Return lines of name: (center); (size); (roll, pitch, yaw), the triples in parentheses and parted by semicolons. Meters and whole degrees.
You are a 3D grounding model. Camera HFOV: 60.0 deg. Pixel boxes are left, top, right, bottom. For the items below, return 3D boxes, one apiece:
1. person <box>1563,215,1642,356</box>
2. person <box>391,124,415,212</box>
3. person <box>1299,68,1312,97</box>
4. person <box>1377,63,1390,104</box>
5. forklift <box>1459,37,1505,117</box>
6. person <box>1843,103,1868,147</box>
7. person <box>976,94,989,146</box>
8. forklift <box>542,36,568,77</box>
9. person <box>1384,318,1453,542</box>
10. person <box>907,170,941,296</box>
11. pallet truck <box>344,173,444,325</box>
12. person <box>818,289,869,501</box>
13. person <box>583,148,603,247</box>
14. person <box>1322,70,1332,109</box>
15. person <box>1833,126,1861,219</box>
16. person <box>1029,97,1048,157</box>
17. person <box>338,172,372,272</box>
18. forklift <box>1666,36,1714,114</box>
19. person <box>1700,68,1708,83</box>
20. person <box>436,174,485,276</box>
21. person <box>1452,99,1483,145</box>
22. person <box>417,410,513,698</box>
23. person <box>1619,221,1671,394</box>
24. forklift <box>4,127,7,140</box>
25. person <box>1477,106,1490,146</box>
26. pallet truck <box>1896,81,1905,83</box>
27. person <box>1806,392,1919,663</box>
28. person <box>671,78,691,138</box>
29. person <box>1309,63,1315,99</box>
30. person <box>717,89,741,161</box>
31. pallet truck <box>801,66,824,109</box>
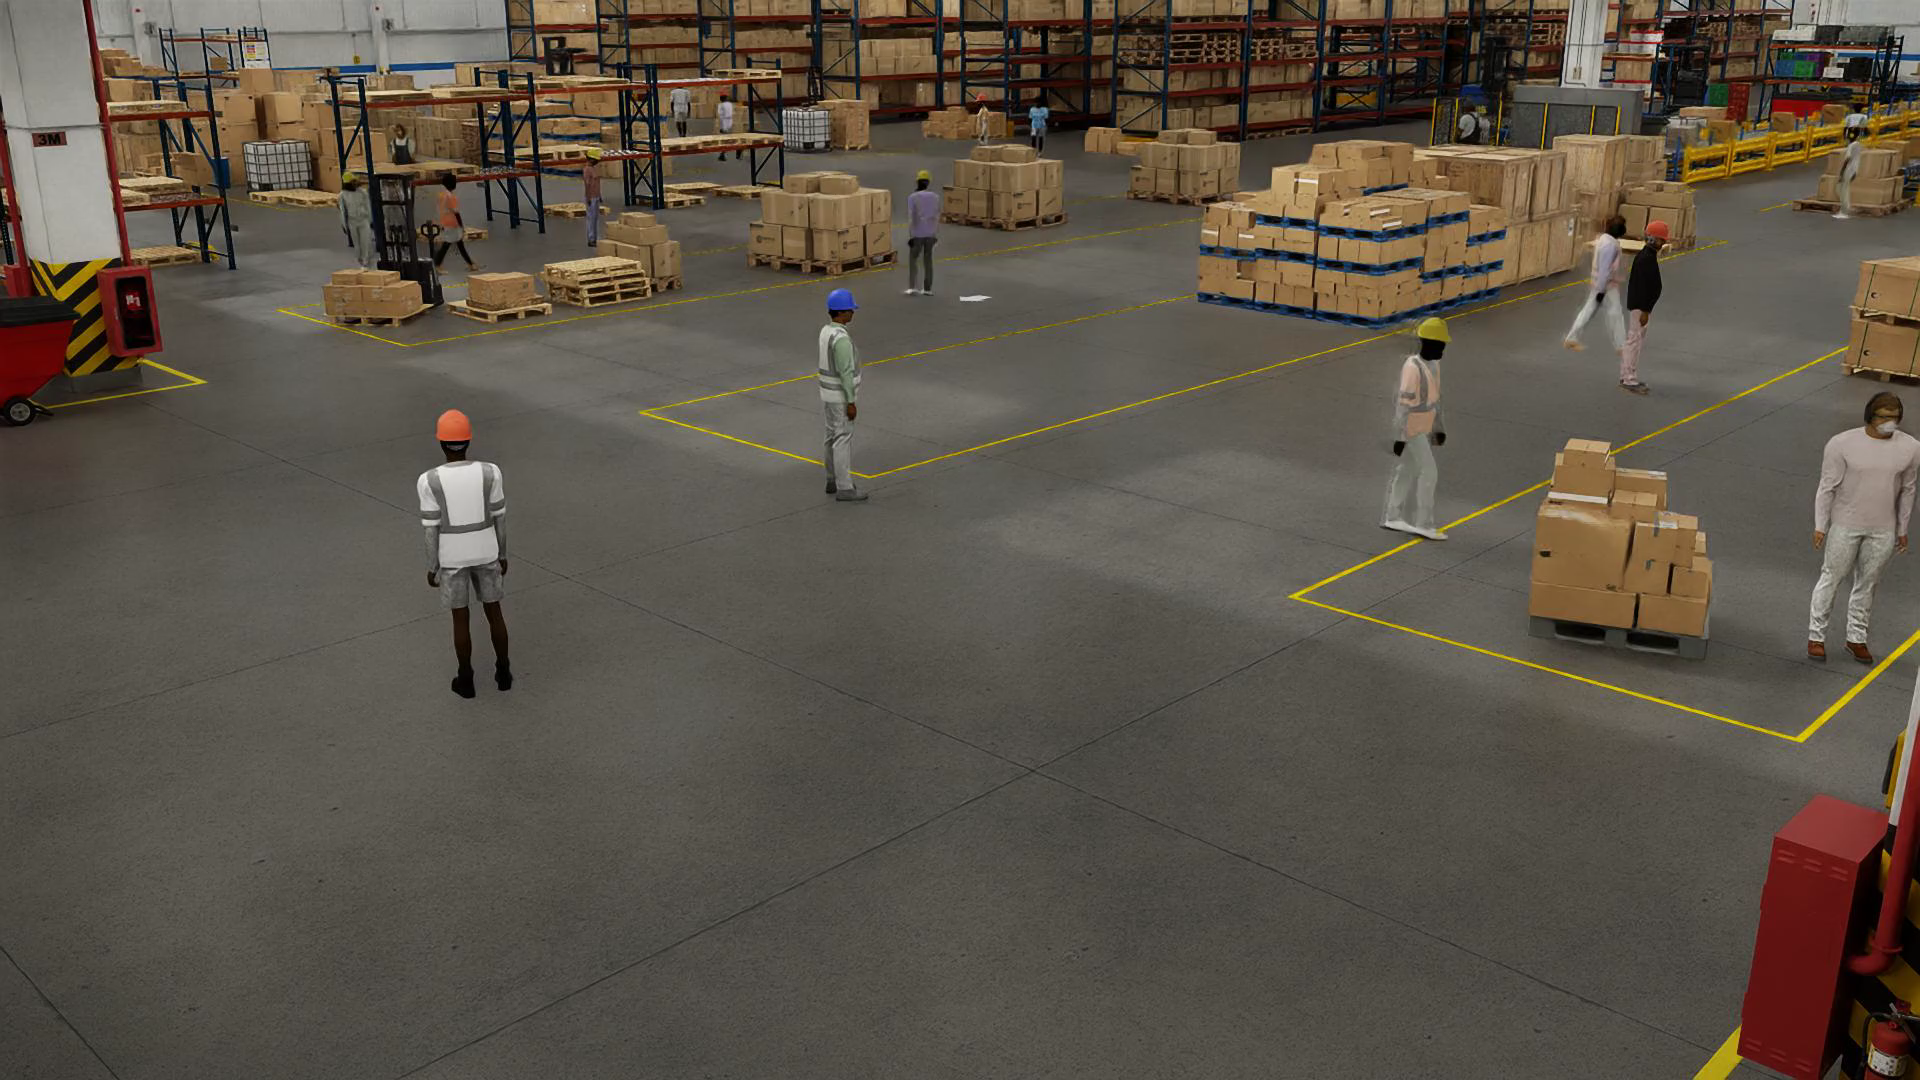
person: (8.294, -3.267, 21.328); (0.959, 1.803, 0.630); (5, 19, 14)
person: (-11.694, -7.804, 34.950); (0.508, 1.829, 0.562); (0, 18, 0)
person: (13.304, -17.487, 64.043); (0.694, 1.874, 0.444); (-9, 20, -25)
person: (15.644, -16.660, 61.496); (0.493, 1.909, 0.736); (3, 19, 10)
forklift: (19.580, -17.102, 61.306); (1.873, 2.768, 1.129); (17, 25, 41)
person: (23.513, -10.618, 43.688); (0.548, 1.646, 0.886); (17, 25, 42)
person: (0.569, -10.546, 43.028); (0.355, 1.938, 0.545); (-2, 18, -6)
forklift: (-14.956, -17.205, 61.619); (1.873, 2.768, 1.129); (10, 21, 29)
person: (4.001, -0.935, 14.117); (0.751, 1.900, 0.622); (11, 22, 31)
person: (-0.547, -4.708, 25.525); (0.629, 1.879, 0.540); (-12, 22, -32)
pallet truck: (-8.209, -4.181, 23.757); (0.823, 1.965, 1.885); (3, 19, 9)
person: (-1.093, -1.328, 15.238); (0.384, 1.949, 0.605); (-7, 20, -21)
person: (-6.679, -6.254, 30.378); (0.326, 1.760, 0.524); (4, 19, 11)
person: (13.507, -16.338, 60.881); (0.535, 1.679, 0.354); (15, 24, 38)
person: (18.083, -7.501, 33.978); (0.493, 1.856, 0.552); (17, 25, 41)
person: (2.164, -11.439, 46.167); (0.556, 1.646, 0.894); (2, 18, 6)
person: (-9.881, -5.179, 27.247); (0.489, 1.678, 0.913); (-5, 19, -15)
forklift: (27.341, -17.291, 61.877); (1.129, 2.768, 1.873); (17, 25, 41)
person: (28.526, -17.358, 64.045); (0.378, 1.616, 0.521); (-10, 21, -27)
person: (-8.310, -5.171, 27.285); (0.896, 1.642, 0.540); (-11, 21, -29)
person: (12.109, -9.596, 40.006); (0.678, 2.000, 0.881); (-16, 24, -40)
person: (-3.254, 0.095, 10.965); (0.543, 1.939, 0.371); (-9, 20, -25)
person: (7.953, -2.706, 19.335); (0.394, 1.985, 0.611); (6, 19, 17)
forklift: (-29.475, -13.794, 51.341); (1.129, 2.768, 1.873); (17, 25, 41)
person: (12.738, -9.777, 40.959); (0.601, 1.786, 0.949); (-2, 18, -7)
pallet truck: (34.802, -16.331, 61.455); (0.653, 1.274, 1.630); (17, 25, 41)
person: (6.241, -0.086, 11.513); (0.638, 1.937, 0.356); (3, 19, 8)
person: (-8.508, -13.112, 50.749); (0.611, 1.944, 0.795); (-5, 19, -15)
person: (14.485, -18.970, 68.462); (0.644, 1.904, 0.400); (-10, 21, -26)
person: (-6.351, -11.293, 45.305); (0.722, 1.922, 0.555); (14, 23, 36)
pallet truck: (-4.812, -15.182, 56.903); (0.823, 1.965, 1.885); (-9, 21, -26)
